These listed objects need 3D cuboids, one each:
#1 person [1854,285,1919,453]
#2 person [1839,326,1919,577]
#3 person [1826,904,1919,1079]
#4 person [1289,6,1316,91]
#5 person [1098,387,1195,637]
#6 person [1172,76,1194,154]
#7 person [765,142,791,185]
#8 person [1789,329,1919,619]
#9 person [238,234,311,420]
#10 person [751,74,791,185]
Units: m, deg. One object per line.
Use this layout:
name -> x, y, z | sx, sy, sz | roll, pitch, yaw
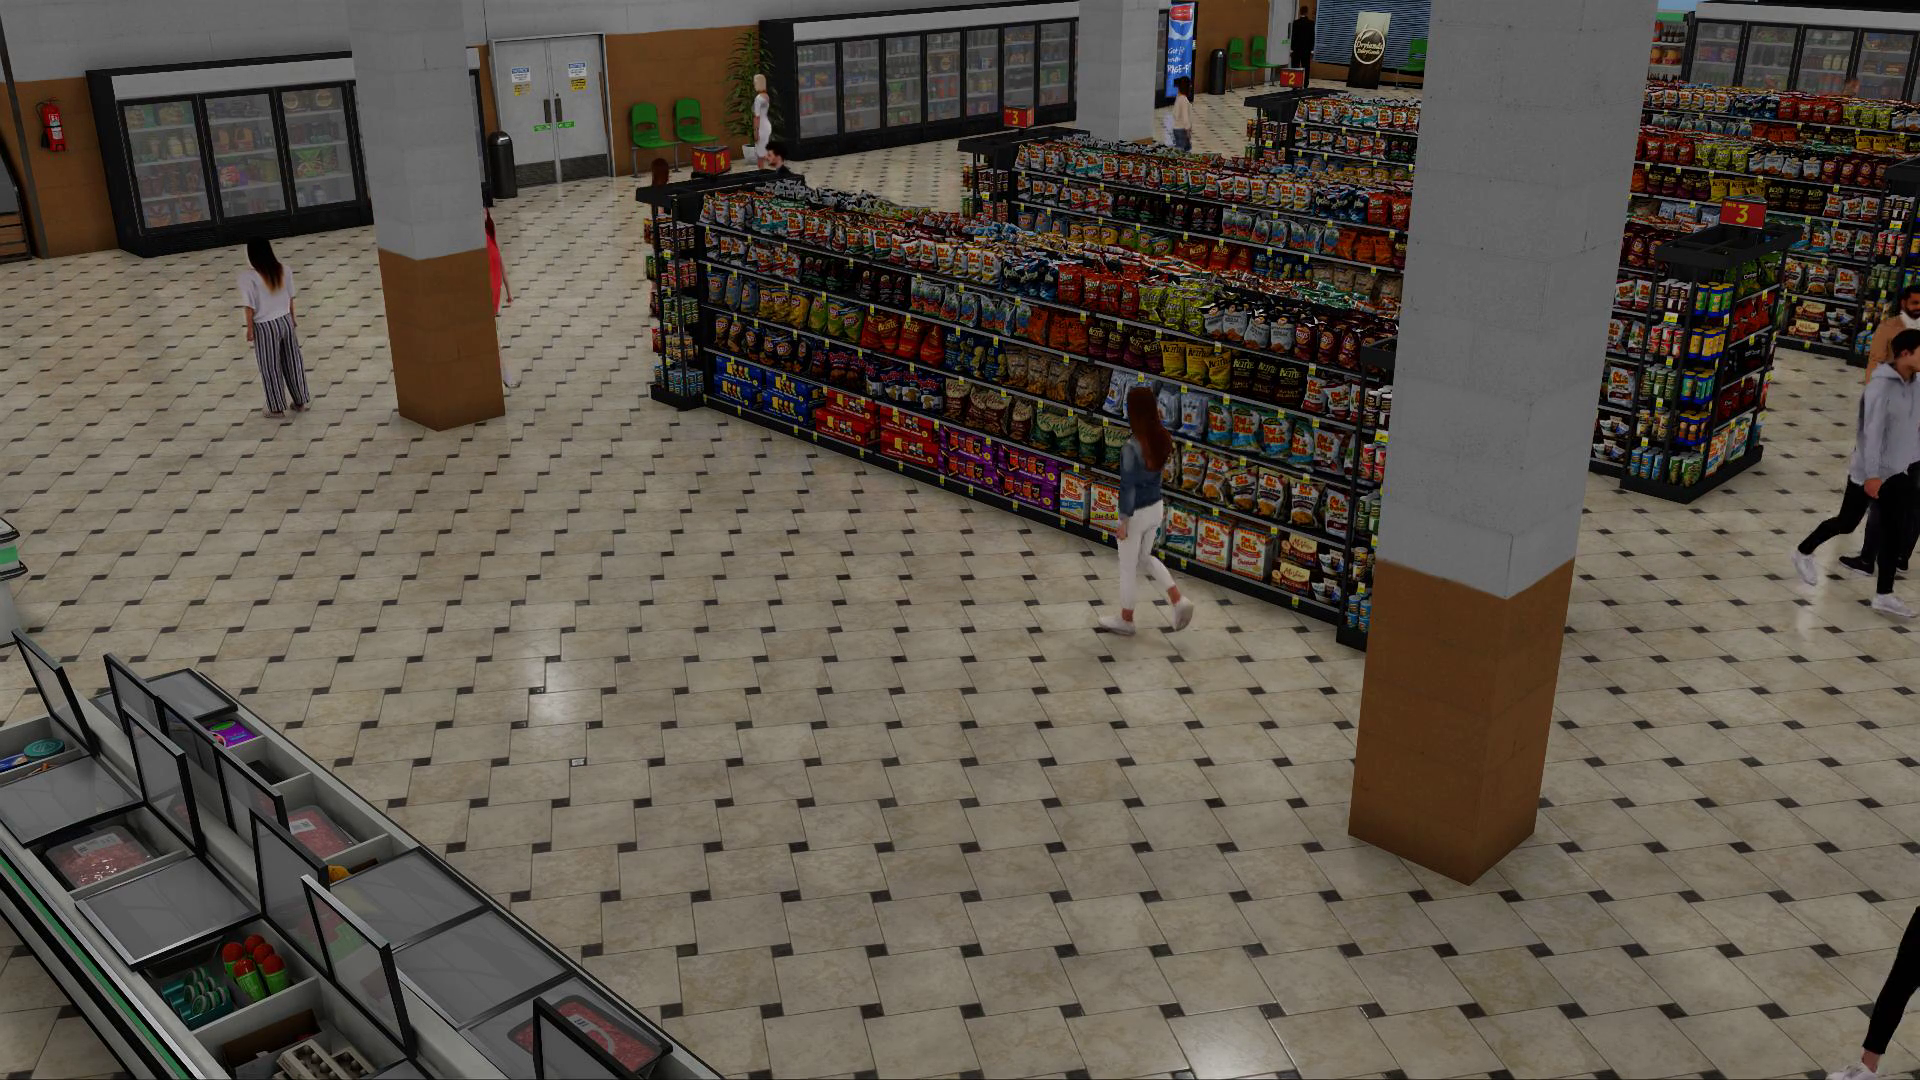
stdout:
person -> 7.304, -1.161, 13.085 | 1.012, 1.733, 1.056 | 1, 22, 3
person -> 6.613, -0.641, 11.646 | 0.758, 1.838, 0.780 | -4, 22, -9
person -> 4.064, 1.478, 6.588 | 0.846, 1.679, 0.944 | -11, 24, -26
person -> 7.681, -11.010, 37.369 | 0.755, 1.902, 0.861 | 5, 22, 11
person -> 1.226, -0.142, 10.604 | 0.890, 1.690, 0.650 | 18, 28, 37
person -> 3.450, -6.543, 26.563 | 0.803, 1.670, 0.739 | -1, 22, -1
person -> -1.959, -3.580, 18.911 | 1.025, 1.877, 1.000 | -5, 22, -12
person -> 6.082, -0.479, 11.180 | 1.015, 1.886, 1.305 | -6, 23, -16
person -> -6.246, -1.947, 15.109 | 0.674, 1.680, 0.722 | 14, 26, 32
person -> -3.040, -6.429, 26.191 | 1.011, 1.735, 0.874 | 5, 22, 11
